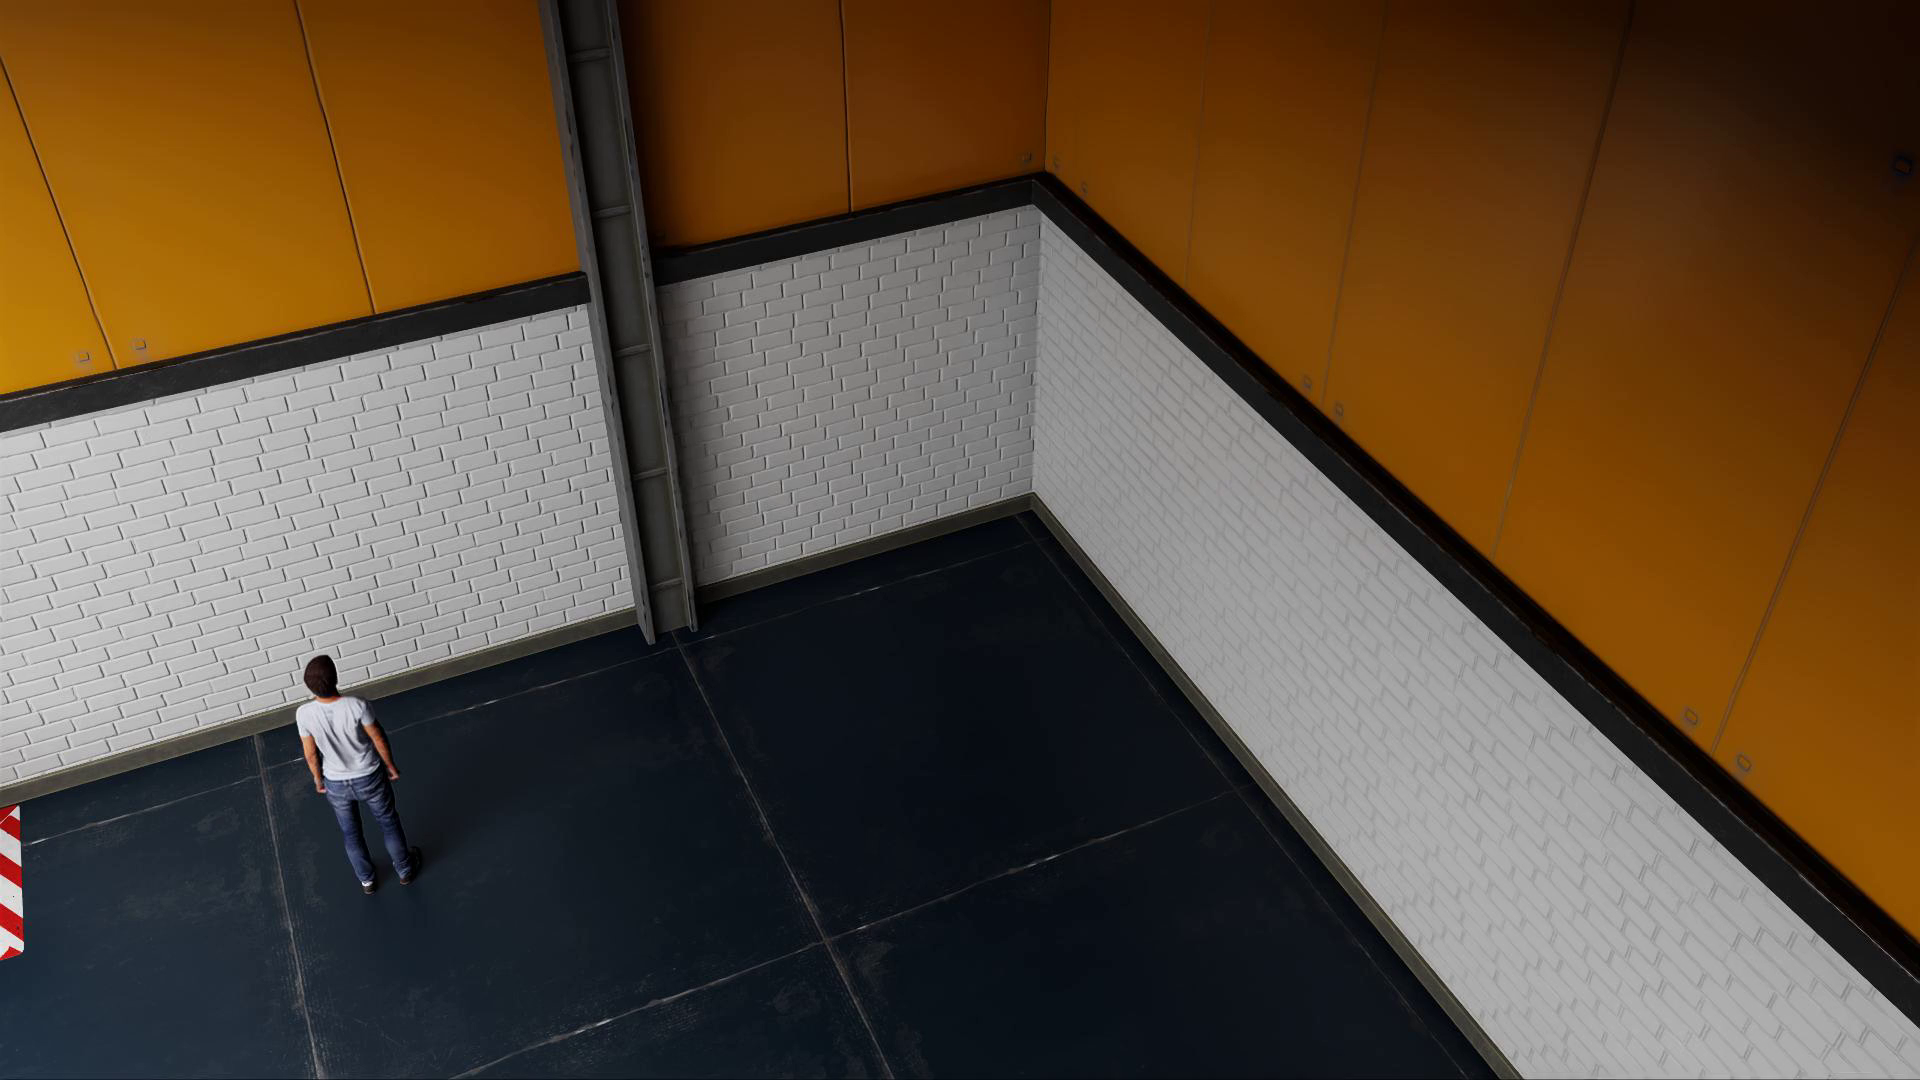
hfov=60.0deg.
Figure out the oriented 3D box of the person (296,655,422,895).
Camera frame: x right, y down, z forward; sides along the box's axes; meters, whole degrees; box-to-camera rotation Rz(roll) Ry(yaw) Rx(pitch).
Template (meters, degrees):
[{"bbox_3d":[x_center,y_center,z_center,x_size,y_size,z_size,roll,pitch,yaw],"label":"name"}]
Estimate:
[{"bbox_3d":[-3.707,1.438,10.170,0.522,1.865,0.734,-10,40,-12],"label":"person"}]
